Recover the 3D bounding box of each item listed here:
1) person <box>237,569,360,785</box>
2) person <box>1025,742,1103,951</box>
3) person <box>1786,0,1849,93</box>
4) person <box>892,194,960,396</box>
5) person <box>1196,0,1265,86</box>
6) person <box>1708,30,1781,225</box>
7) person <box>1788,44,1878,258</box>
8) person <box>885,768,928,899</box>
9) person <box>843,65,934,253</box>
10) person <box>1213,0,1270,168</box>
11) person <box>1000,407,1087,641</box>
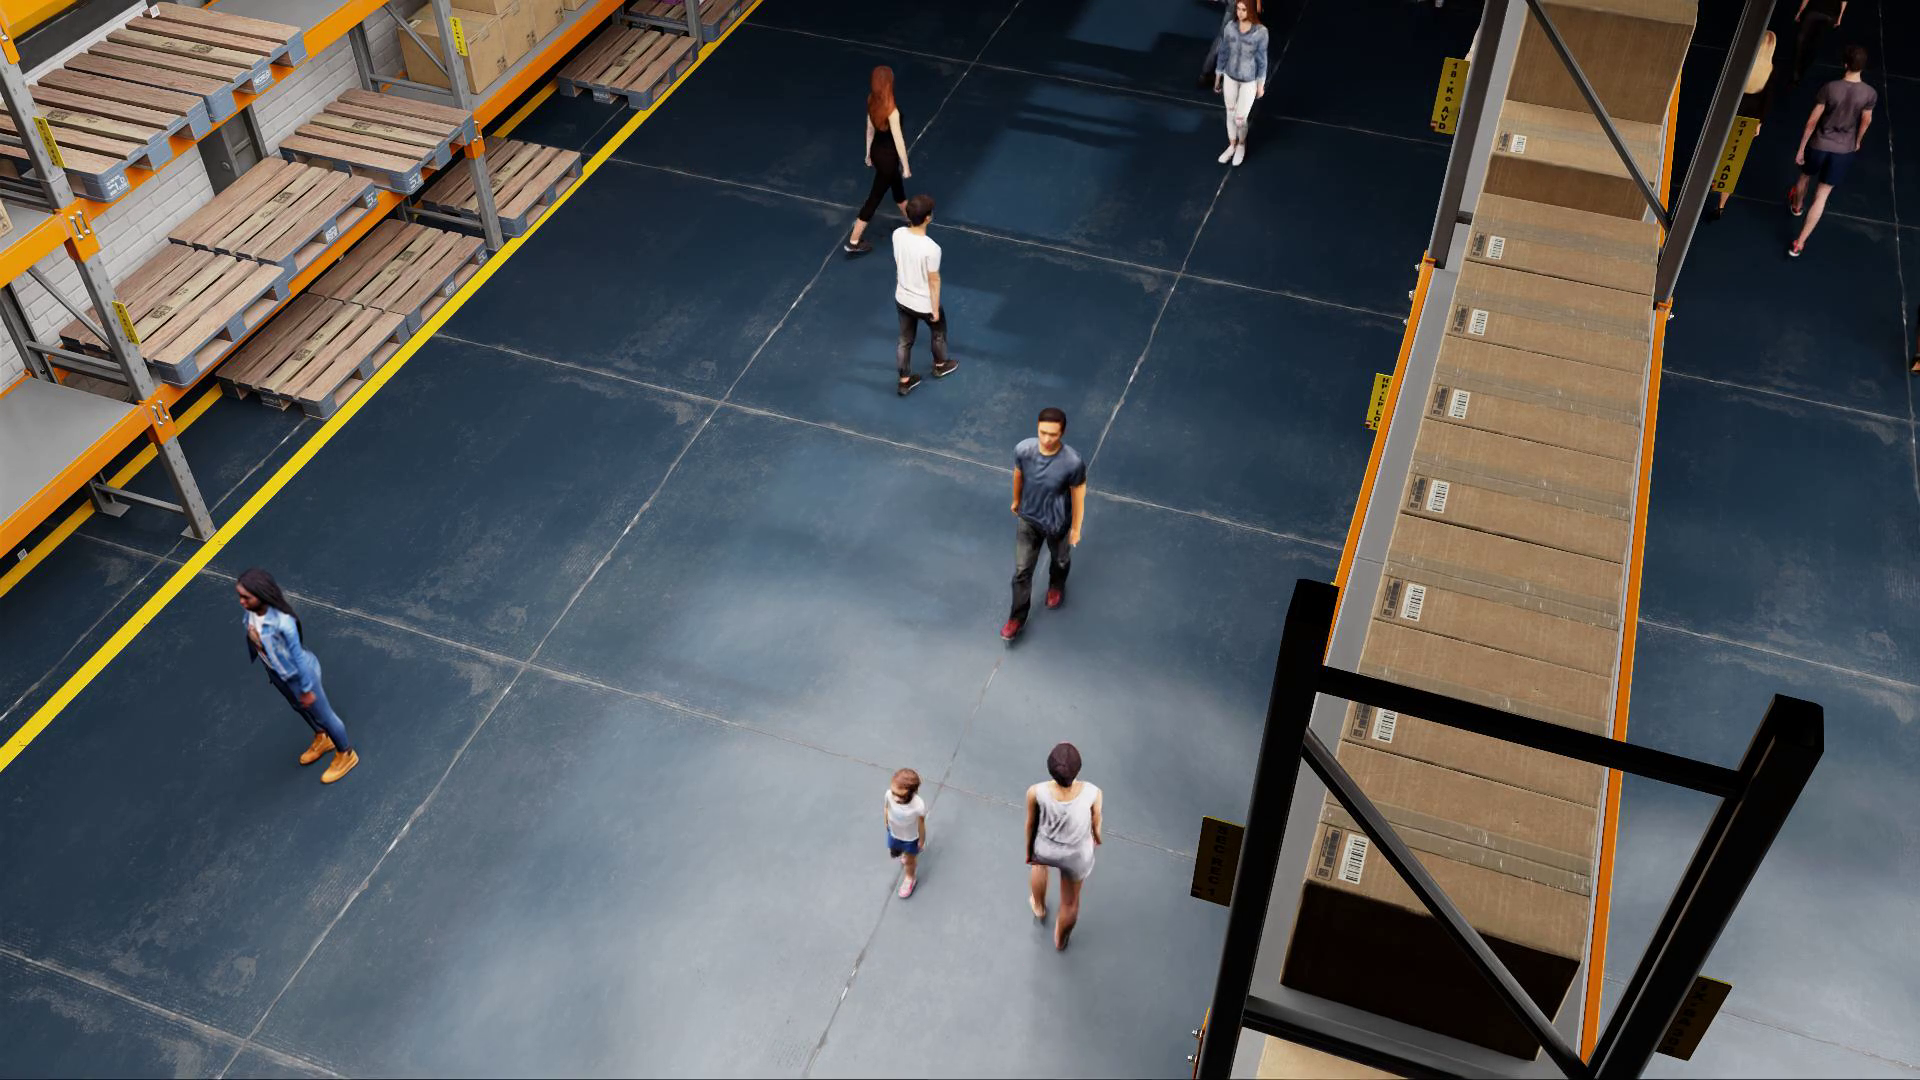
[{"bbox_3d":[-4.019,0.802,10.069,0.643,1.710,0.606,26,49,25],"label":"person"},{"bbox_3d":[0.559,1.748,9.155,0.625,1.601,0.649,7,44,8],"label":"person"},{"bbox_3d":[8.482,-5.155,16.383,0.562,1.626,0.846,14,45,15],"label":"person"},{"bbox_3d":[-0.380,-1.850,12.861,0.802,1.699,0.940,28,50,26],"label":"person"},{"bbox_3d":[2.658,-5.346,16.508,1.252,1.731,1.088,-26,49,-25],"label":"person"},{"bbox_3d":[6.799,-3.612,14.605,0.606,1.844,0.544,12,45,12],"label":"person"},{"bbox_3d":[7.454,-3.287,14.295,0.703,1.802,1.185,18,46,18],"label":"person"},{"bbox_3d":[-0.290,1.654,9.680,0.448,1.014,0.559,19,47,19],"label":"person"},{"bbox_3d":[-0.722,-3.232,14.323,1.202,1.683,1.063,-23,48,-23],"label":"person"},{"bbox_3d":[2.651,-4.295,15.434,0.694,1.690,0.652,26,49,24],"label":"person"},{"bbox_3d":[0.610,-0.209,11.076,0.693,1.786,0.972,15,46,15],"label":"person"}]
